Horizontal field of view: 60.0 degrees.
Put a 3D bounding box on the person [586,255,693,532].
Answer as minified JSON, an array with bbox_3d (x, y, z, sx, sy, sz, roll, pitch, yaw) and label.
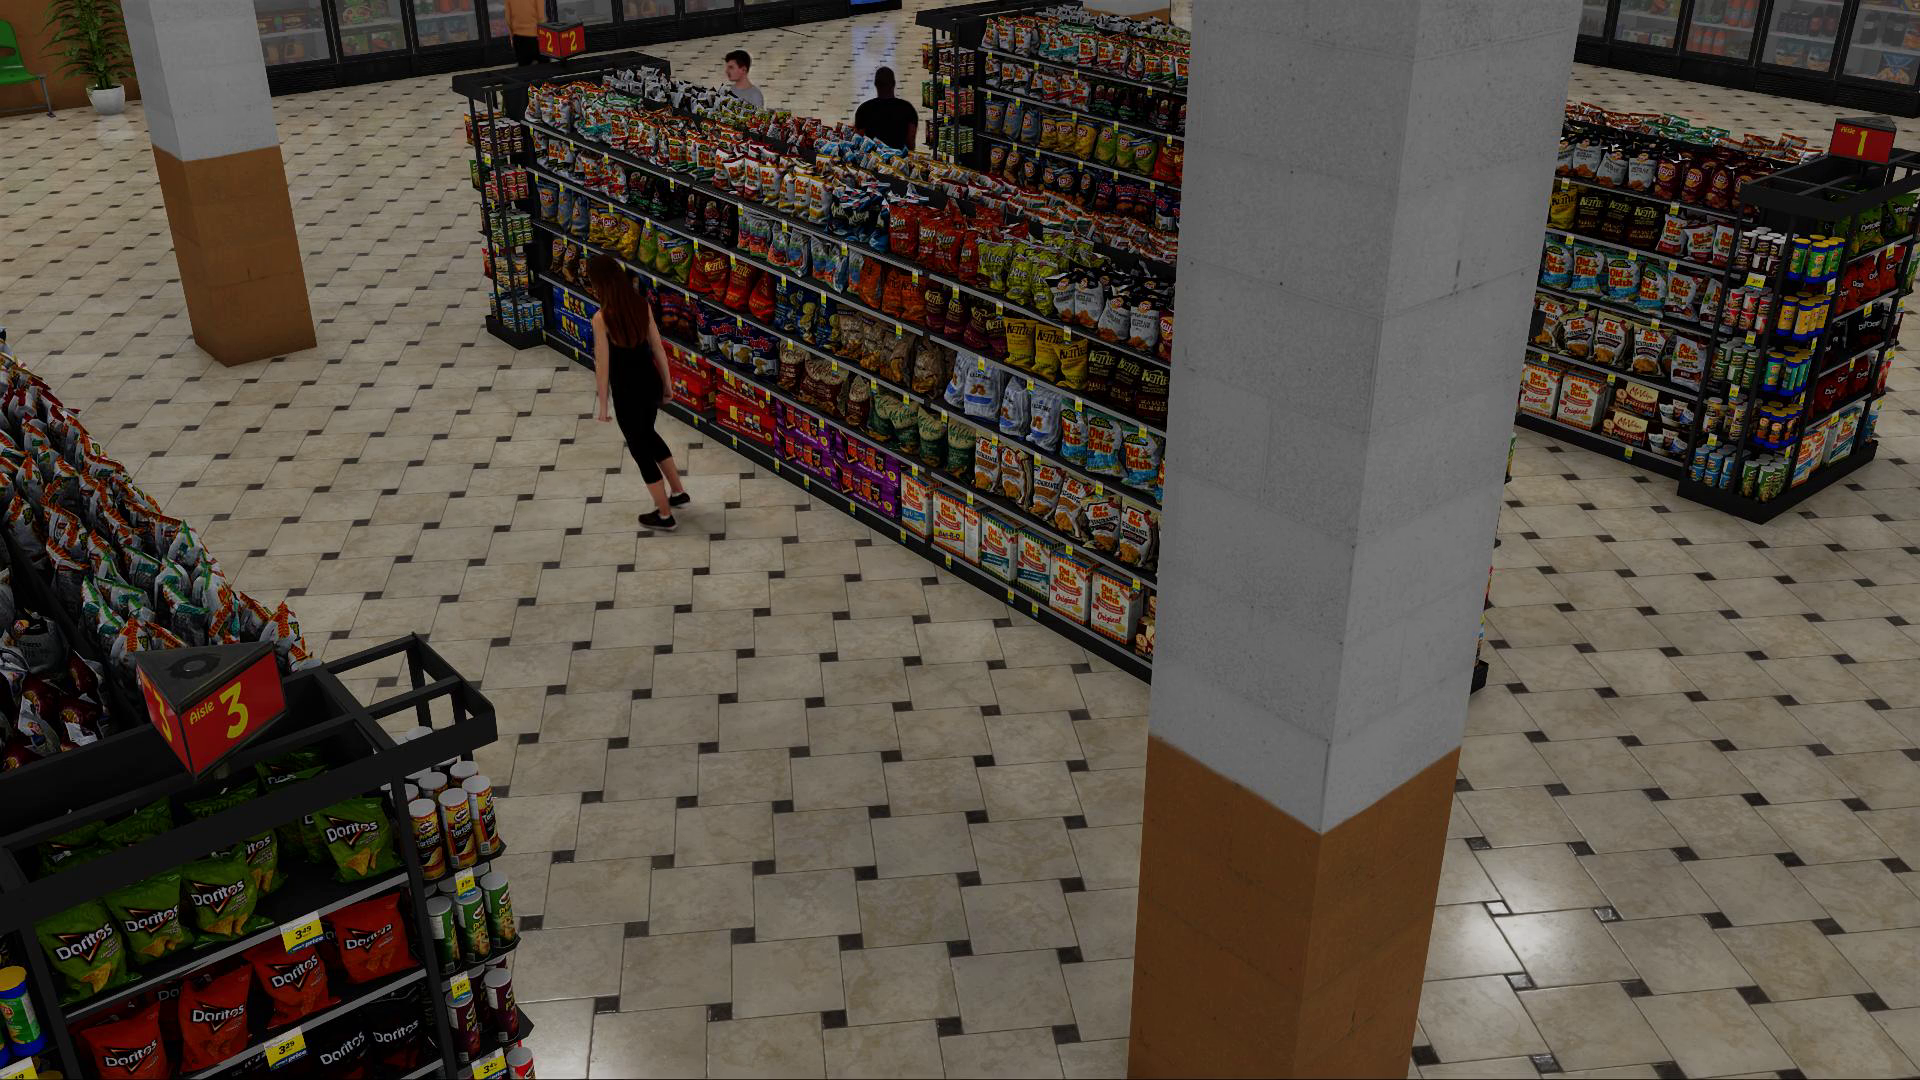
[{"bbox_3d":[-1.845,-0.832,9.701,0.674,1.701,0.693,-24,36,-39],"label":"person"}]

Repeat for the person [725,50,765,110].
[{"bbox_3d":[-1.845,-3.307,14.421,0.689,1.846,0.445,-21,34,-36],"label":"person"}]

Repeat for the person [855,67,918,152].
[{"bbox_3d":[-0.593,-2.955,13.788,0.937,1.791,1.005,1,27,2],"label":"person"}]

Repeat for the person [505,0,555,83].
[{"bbox_3d":[-5.063,-5.800,19.456,0.860,1.738,0.923,4,27,7],"label":"person"}]
